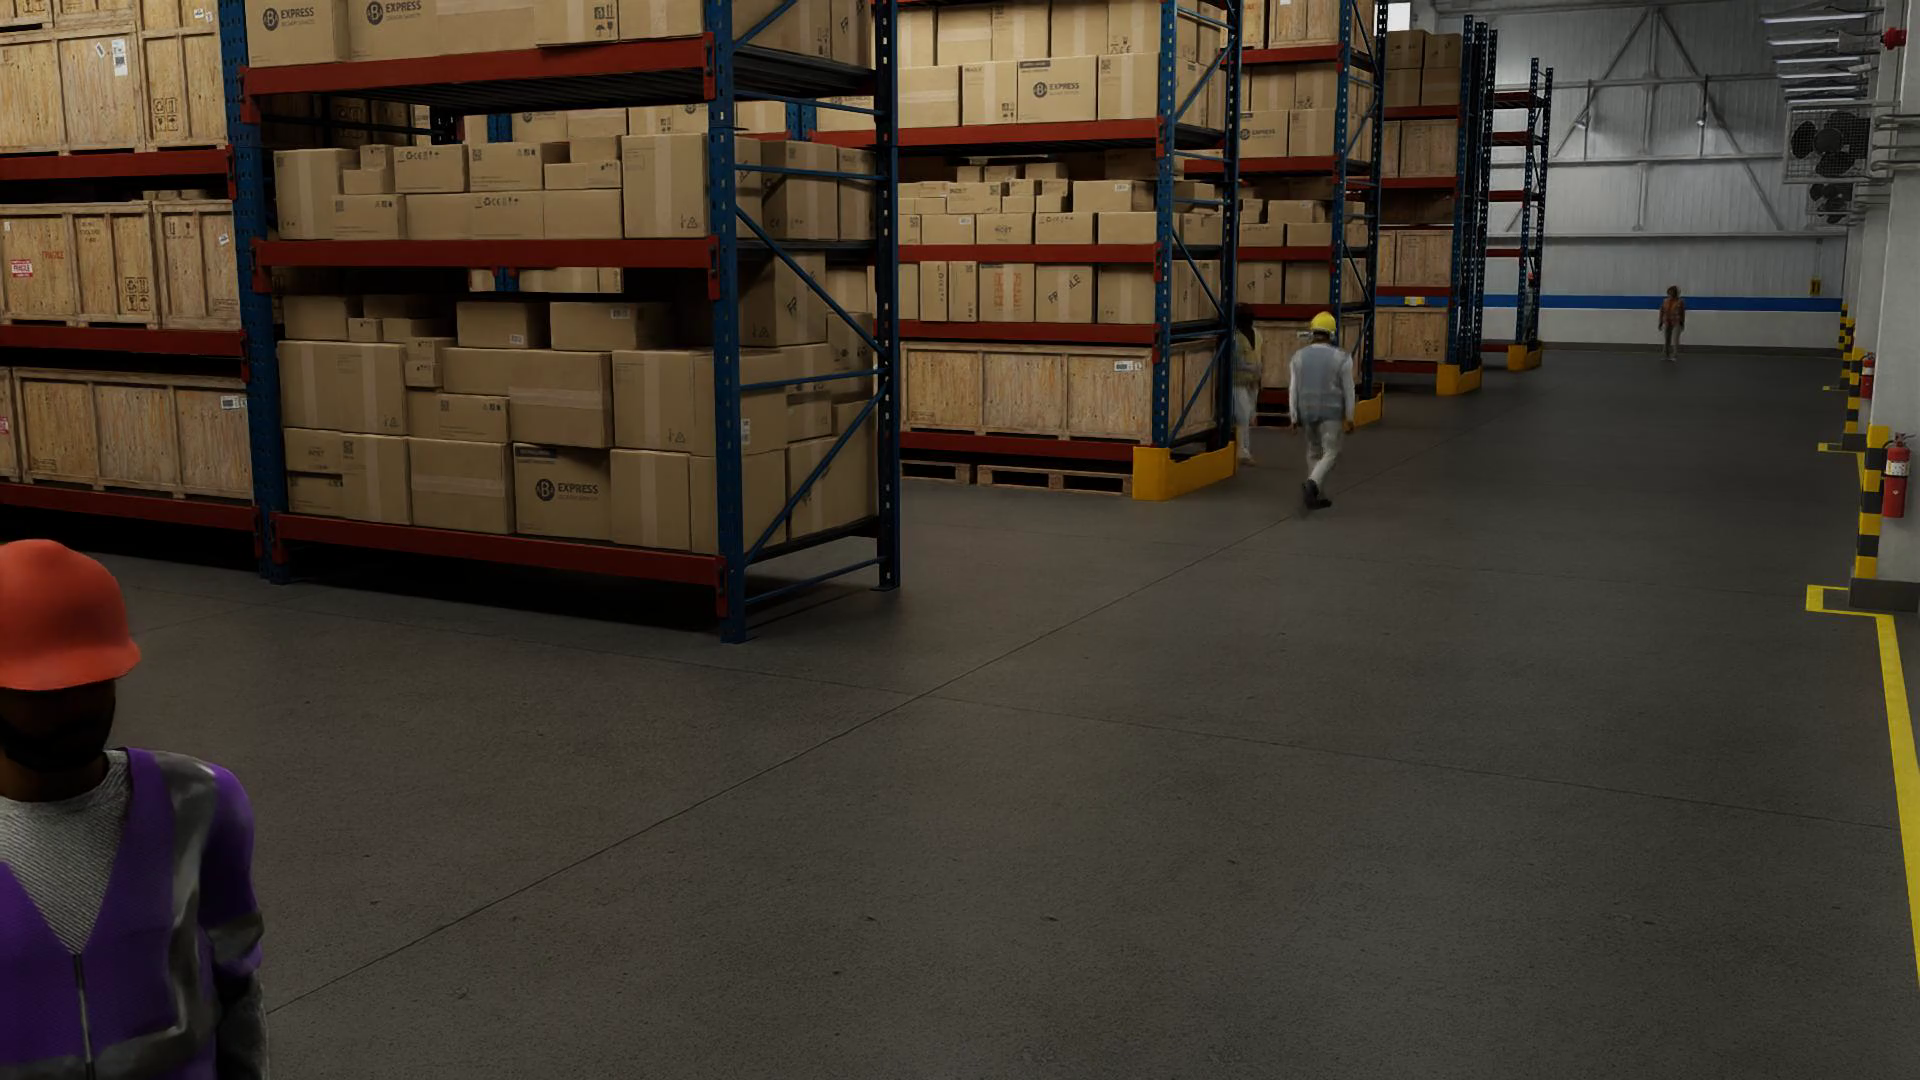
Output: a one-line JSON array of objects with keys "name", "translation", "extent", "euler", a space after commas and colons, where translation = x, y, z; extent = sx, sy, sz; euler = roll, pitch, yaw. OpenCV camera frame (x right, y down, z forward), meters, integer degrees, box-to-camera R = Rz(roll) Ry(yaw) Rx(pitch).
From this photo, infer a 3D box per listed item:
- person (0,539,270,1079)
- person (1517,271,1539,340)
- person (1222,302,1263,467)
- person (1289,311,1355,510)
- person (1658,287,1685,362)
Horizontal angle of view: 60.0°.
[{"name": "person", "translation": [-1.282, 0.954, 2.449], "extent": [0.552, 1.937, 0.359], "euler": [-7, 12, -34]}, {"name": "person", "translation": [13.068, -5.206, 38.186], "extent": [0.546, 1.920, 0.419], "euler": [-4, 11, -24]}, {"name": "person", "translation": [3.024, -1.710, 18.288], "extent": [0.637, 1.810, 0.673], "euler": [-9, 13, -41]}, {"name": "person", "translation": [3.235, -1.146, 14.957], "extent": [0.602, 1.817, 0.676], "euler": [8, 12, 38]}, {"name": "person", "translation": [15.253, -4.619, 35.710], "extent": [0.538, 1.593, 0.701], "euler": [9, 13, 42]}]
